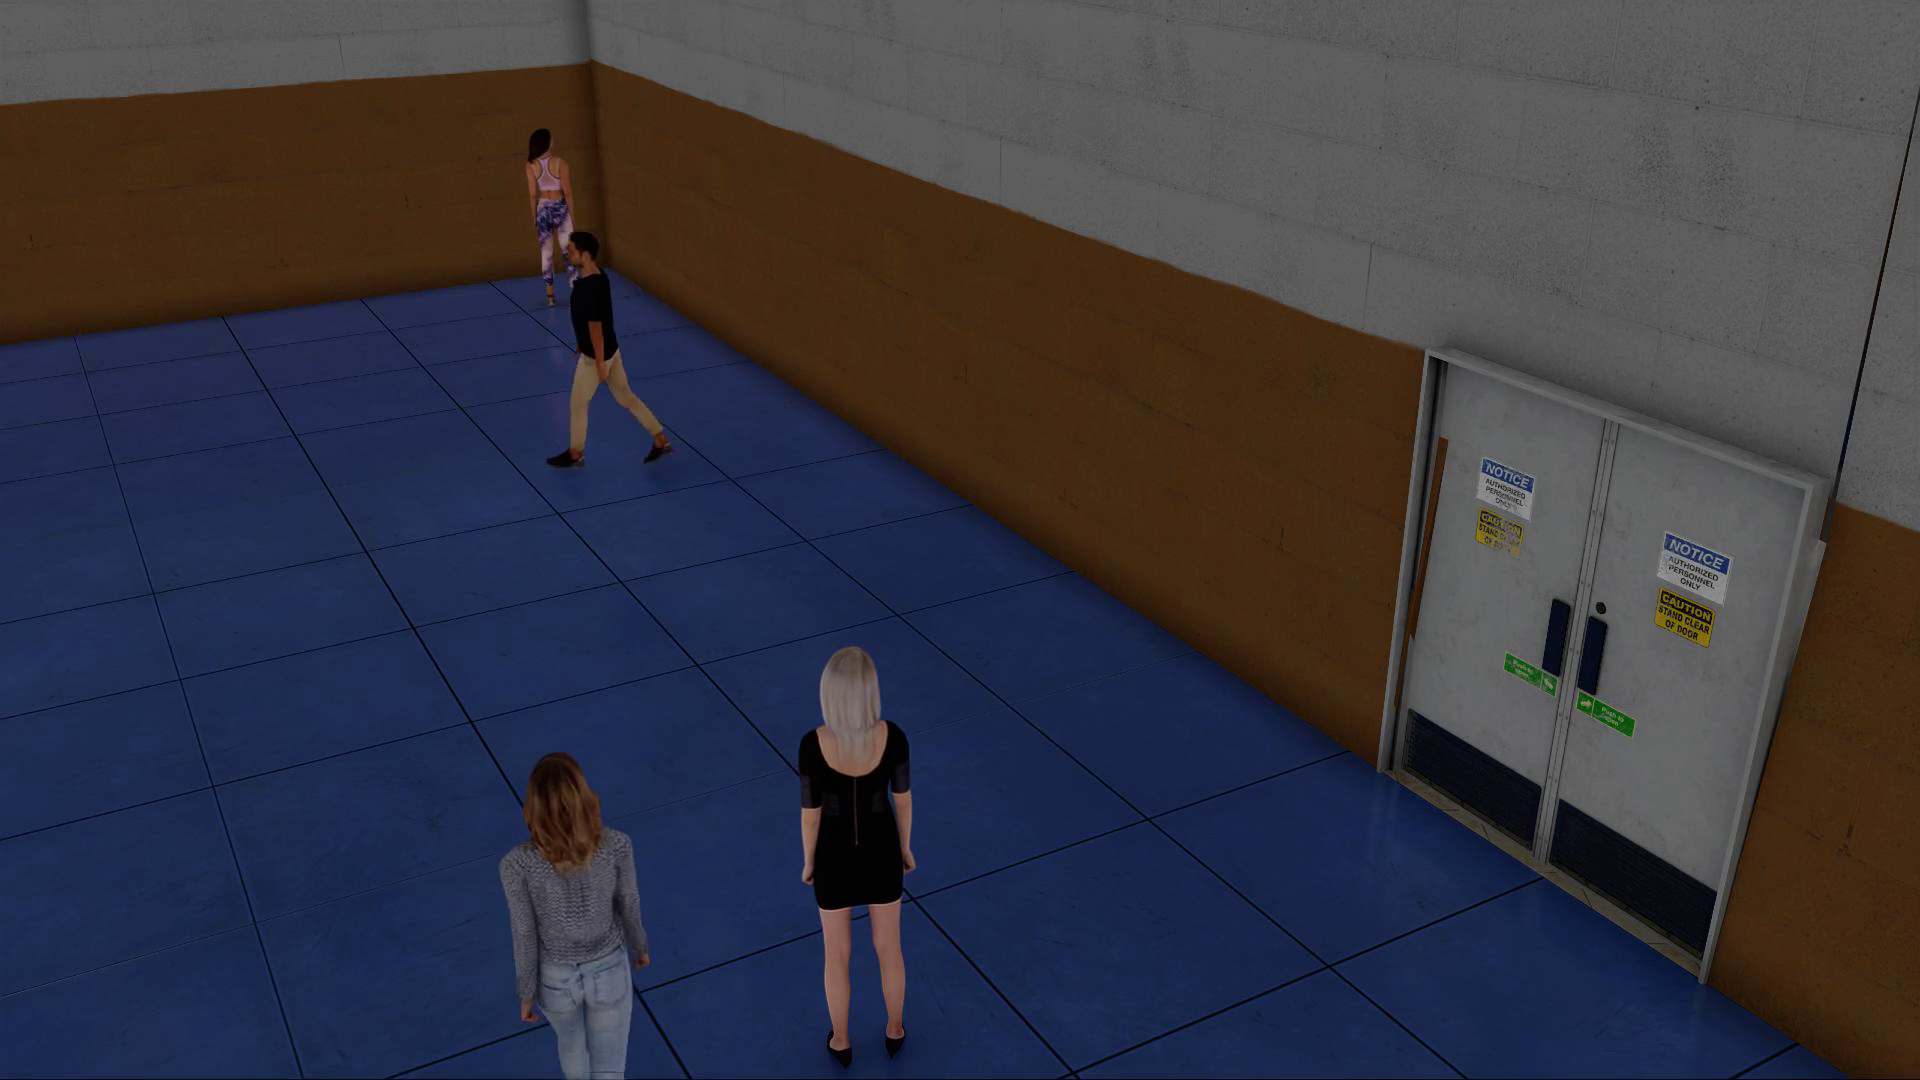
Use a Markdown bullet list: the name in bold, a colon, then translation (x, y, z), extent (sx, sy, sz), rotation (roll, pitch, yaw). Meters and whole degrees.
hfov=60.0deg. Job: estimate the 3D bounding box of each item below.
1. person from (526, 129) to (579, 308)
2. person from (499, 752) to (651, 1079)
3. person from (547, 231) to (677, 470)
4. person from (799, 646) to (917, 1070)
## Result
- **person**: translation (-4.070, -3.230, 16.657), extent (0.615, 1.767, 0.737), rotation (-1, 24, -3)
- **person**: translation (-1.272, 1.590, 5.675), extent (1.197, 1.740, 0.904), rotation (-6, 24, -13)
- **person**: translation (-2.562, -1.357, 12.288), extent (1.283, 1.812, 1.089), rotation (2, 24, 4)
- **person**: translation (-0.395, 1.228, 6.391), extent (0.549, 1.829, 0.709), rotation (-4, 24, -10)
